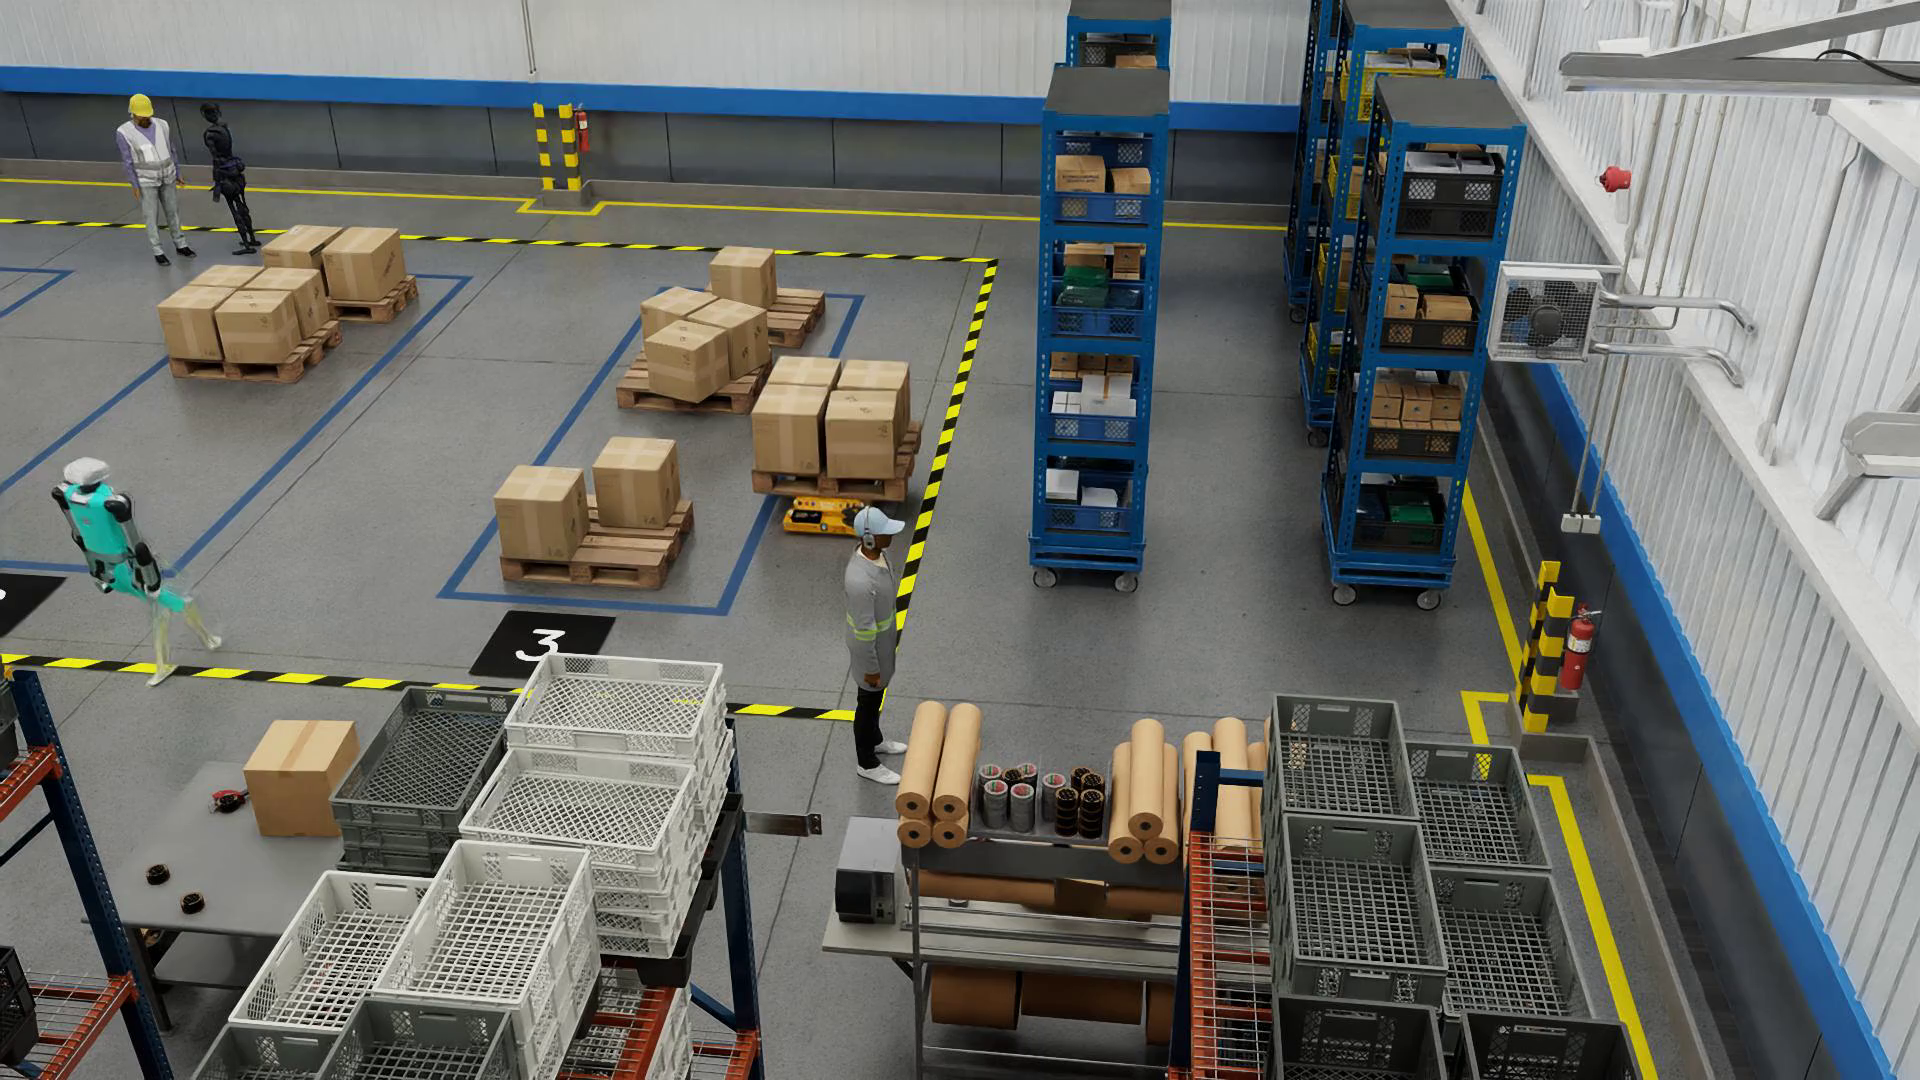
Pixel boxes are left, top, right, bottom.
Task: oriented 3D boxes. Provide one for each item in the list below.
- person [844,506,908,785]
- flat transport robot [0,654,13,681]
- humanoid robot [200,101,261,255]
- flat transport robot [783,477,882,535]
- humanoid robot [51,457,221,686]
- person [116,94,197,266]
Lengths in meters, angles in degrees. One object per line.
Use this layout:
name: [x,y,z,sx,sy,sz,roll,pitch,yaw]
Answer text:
person: [-0.501,0.621,10.034,0.367,1.852,0.589,3,30,5]
flat transport robot: [-7.142,0.969,11.010,1.431,0.231,0.659,3,30,6]
humanoid robot: [-7.926,-3.924,18.003,0.315,1.653,0.599,-1,30,-2]
flat transport robot: [-0.976,-0.489,13.485,0.652,0.197,1.431,3,30,6]
humanoid robot: [-5.354,0.169,11.011,0.553,1.846,0.892,9,31,15]
person: [-8.580,-3.857,17.755,0.404,1.821,0.586,22,37,32]
